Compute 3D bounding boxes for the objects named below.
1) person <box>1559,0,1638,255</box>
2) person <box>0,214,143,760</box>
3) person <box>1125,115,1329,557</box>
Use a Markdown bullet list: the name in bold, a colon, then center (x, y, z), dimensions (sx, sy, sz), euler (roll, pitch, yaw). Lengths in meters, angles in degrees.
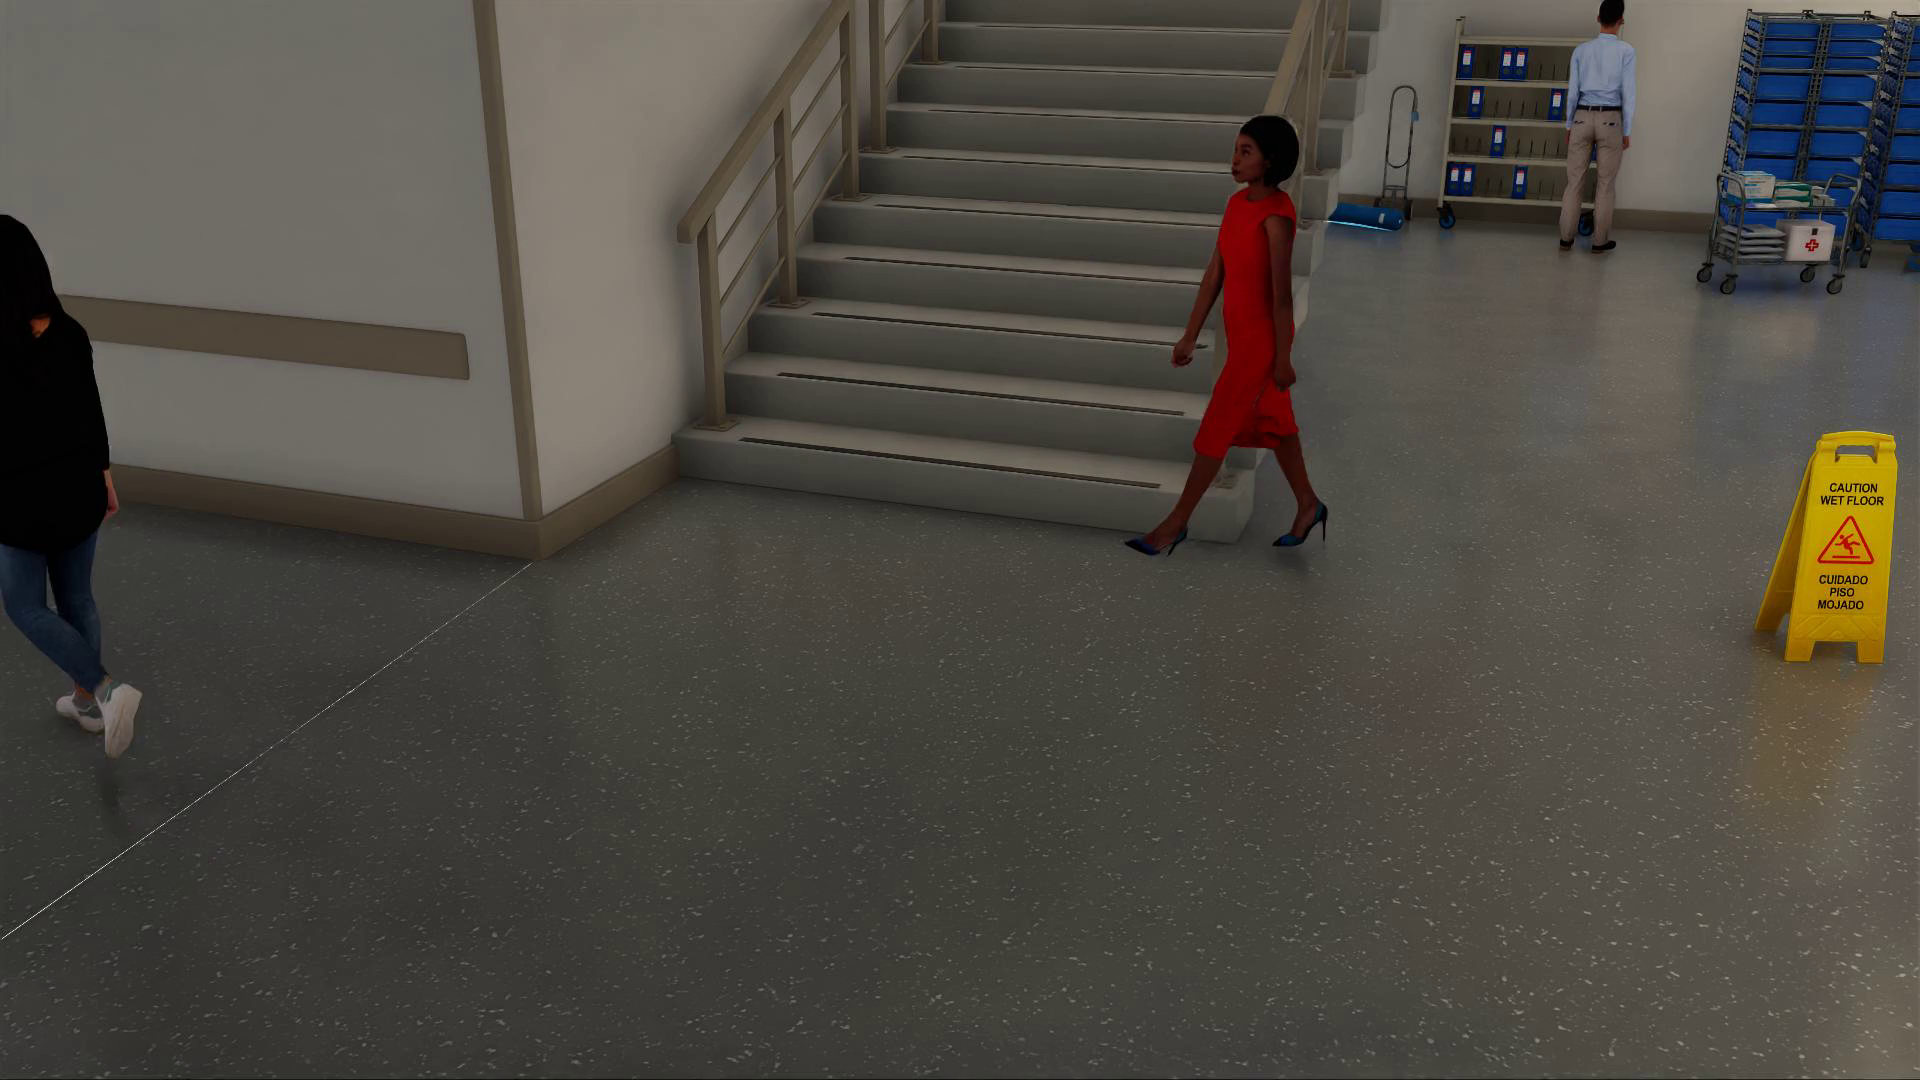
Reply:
- **person**: center (4.761, -3.089, 12.417), dimensions (0.686, 1.848, 0.664), euler (12, 24, 28)
- **person**: center (-2.664, -0.114, 4.868), dimensions (0.777, 1.631, 0.895), euler (14, 25, 33)
- **person**: center (1.208, -0.723, 6.379), dimensions (1.027, 1.700, 1.111), euler (-4, 21, -12)
